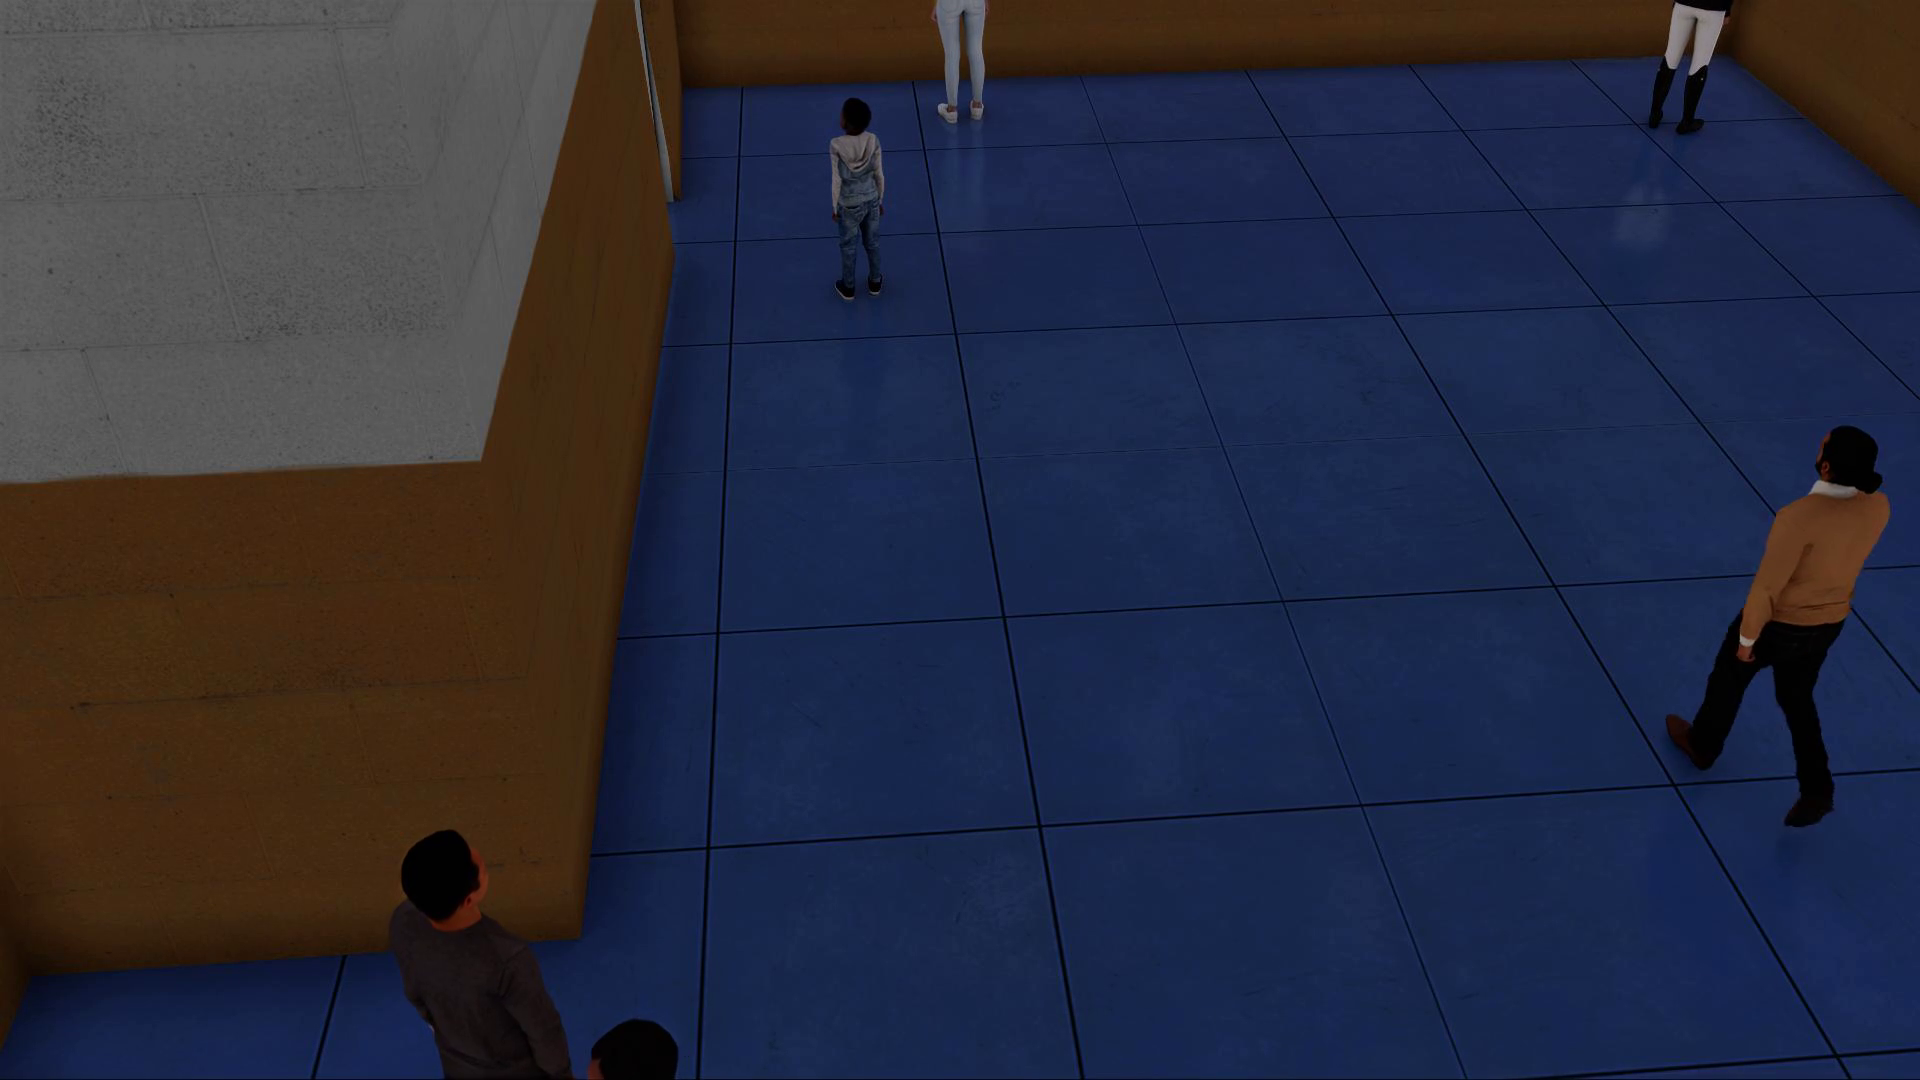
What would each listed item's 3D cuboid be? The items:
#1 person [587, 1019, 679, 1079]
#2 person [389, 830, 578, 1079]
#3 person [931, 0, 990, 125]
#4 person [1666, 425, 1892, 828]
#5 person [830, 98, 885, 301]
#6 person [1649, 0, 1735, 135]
[{"bbox_3d":[-0.777,1.843,4.369,0.666,1.743,0.715,29,46,33],"label":"person"},{"bbox_3d":[-1.358,1.497,4.811,0.647,1.766,0.780,-12,38,-15],"label":"person"},{"bbox_3d":[0.008,-3.880,11.988,0.536,1.750,0.675,-7,38,-10],"label":"person"},{"bbox_3d":[3.219,0.356,6.350,1.032,1.736,0.814,-9,38,-12],"label":"person"},{"bbox_3d":[-0.619,-2.041,9.945,0.487,1.260,0.582,-11,38,-15],"label":"person"},{"bbox_3d":[5.262,-3.761,11.834,0.665,1.729,0.725,27,44,31],"label":"person"}]
